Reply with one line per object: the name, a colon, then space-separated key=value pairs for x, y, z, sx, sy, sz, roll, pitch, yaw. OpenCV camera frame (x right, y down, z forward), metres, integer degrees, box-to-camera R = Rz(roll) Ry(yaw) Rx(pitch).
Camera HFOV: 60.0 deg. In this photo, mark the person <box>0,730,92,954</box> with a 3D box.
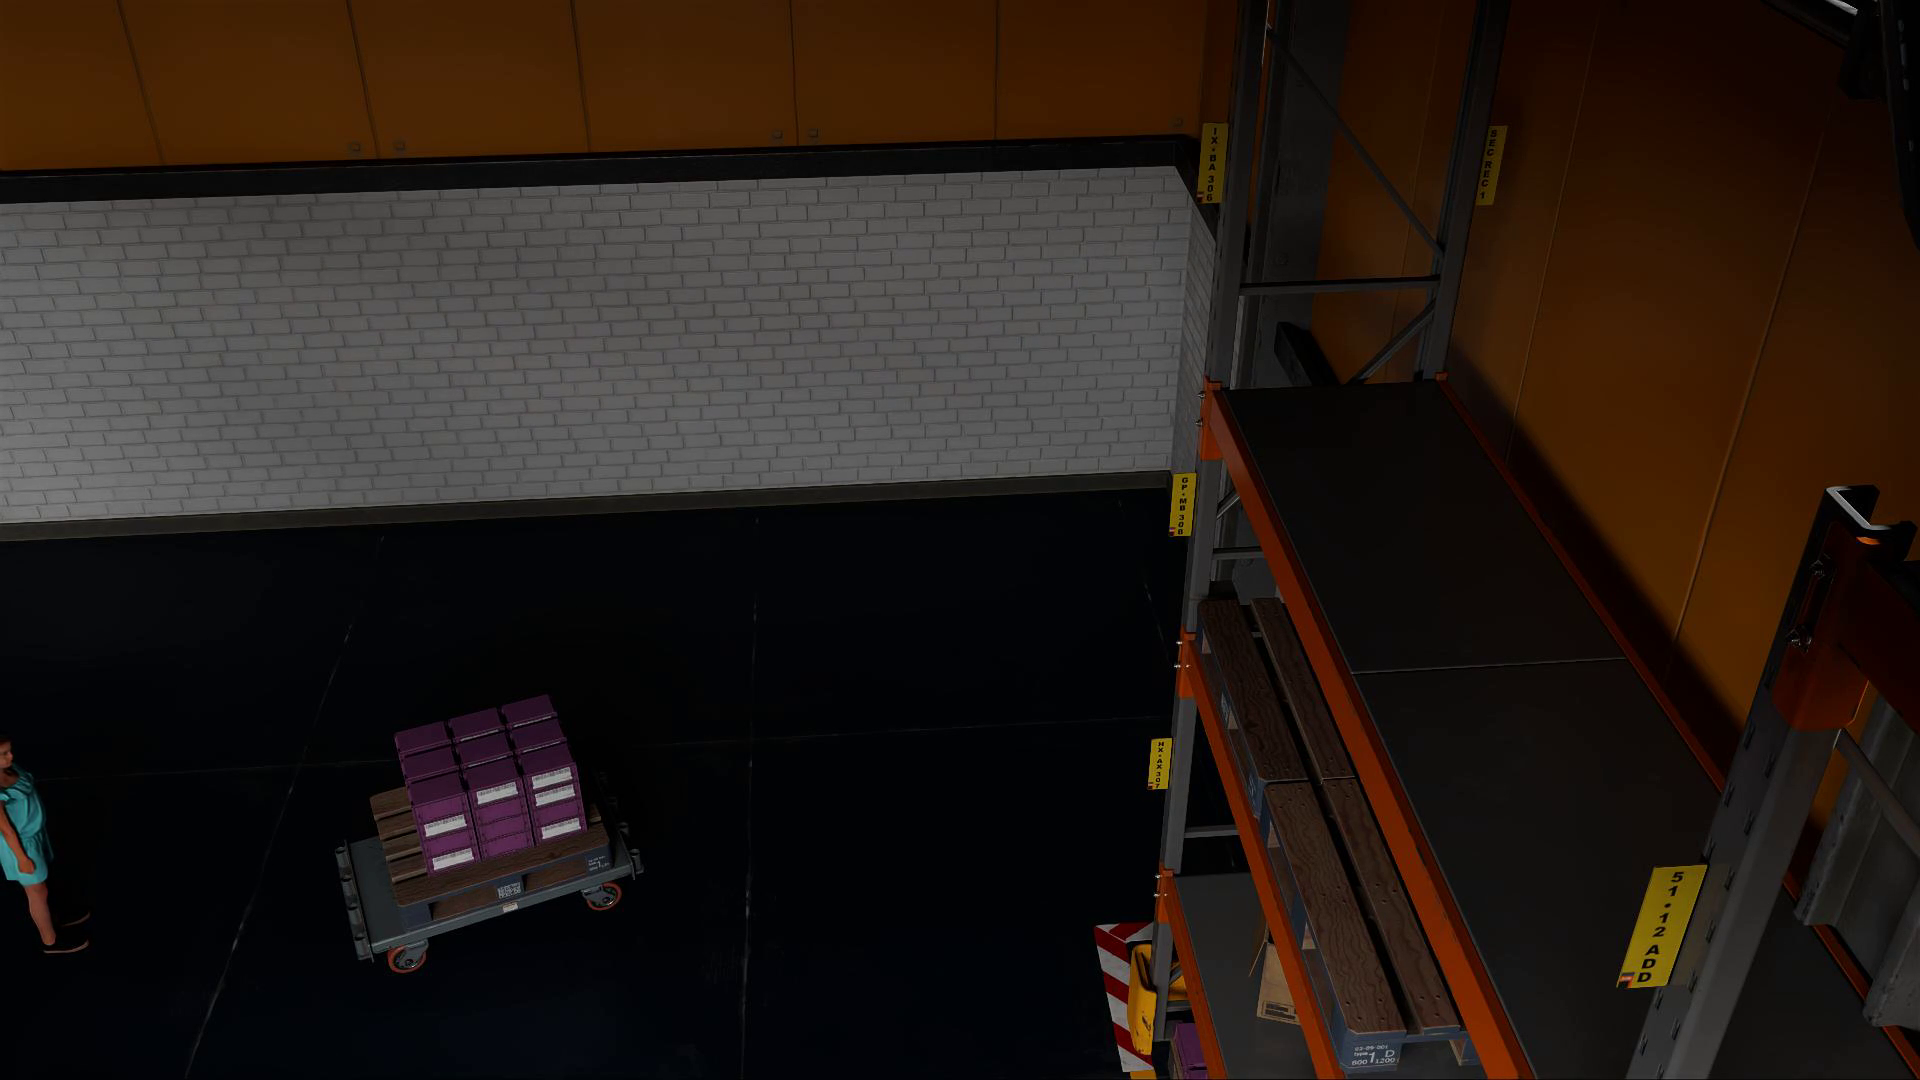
person: x=-5.301 y=1.684 z=9.416 sx=0.649 sy=1.557 sz=0.523 roll=-10 pitch=35 yaw=-15
